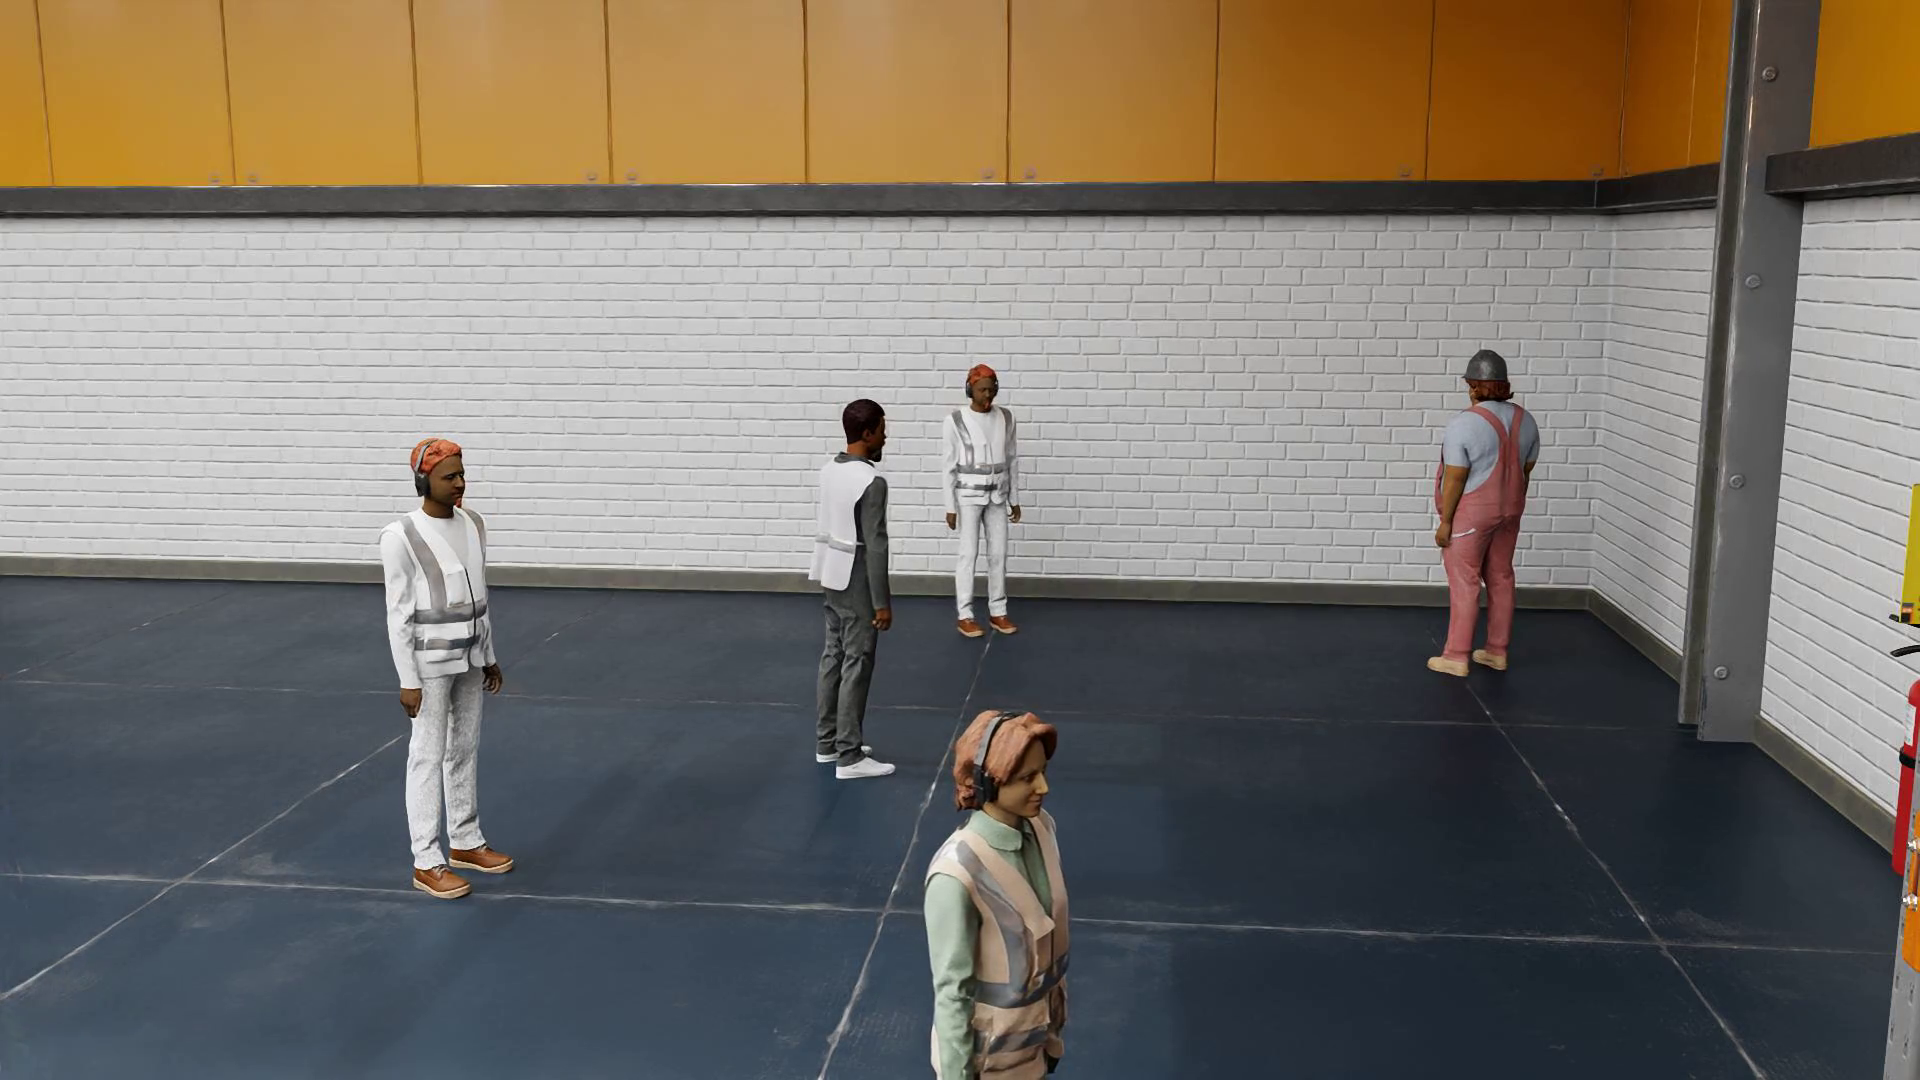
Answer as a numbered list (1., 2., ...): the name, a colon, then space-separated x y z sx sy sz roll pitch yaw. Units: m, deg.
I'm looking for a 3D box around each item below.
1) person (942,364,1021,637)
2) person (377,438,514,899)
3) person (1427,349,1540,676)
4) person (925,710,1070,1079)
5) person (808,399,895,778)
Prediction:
1. person: 0.145 -0.269 11.432 0.585 1.878 0.364 -5 11 -29
2. person: -2.124 0.518 6.898 0.355 1.883 0.574 4 11 21
3. person: 3.223 -0.176 10.417 0.683 2.000 0.538 -5 11 -26
4. person: 0.088 1.183 3.790 0.307 1.639 0.525 5 11 26
5. person: -0.547 0.242 8.419 0.397 1.909 0.590 -5 11 -26
